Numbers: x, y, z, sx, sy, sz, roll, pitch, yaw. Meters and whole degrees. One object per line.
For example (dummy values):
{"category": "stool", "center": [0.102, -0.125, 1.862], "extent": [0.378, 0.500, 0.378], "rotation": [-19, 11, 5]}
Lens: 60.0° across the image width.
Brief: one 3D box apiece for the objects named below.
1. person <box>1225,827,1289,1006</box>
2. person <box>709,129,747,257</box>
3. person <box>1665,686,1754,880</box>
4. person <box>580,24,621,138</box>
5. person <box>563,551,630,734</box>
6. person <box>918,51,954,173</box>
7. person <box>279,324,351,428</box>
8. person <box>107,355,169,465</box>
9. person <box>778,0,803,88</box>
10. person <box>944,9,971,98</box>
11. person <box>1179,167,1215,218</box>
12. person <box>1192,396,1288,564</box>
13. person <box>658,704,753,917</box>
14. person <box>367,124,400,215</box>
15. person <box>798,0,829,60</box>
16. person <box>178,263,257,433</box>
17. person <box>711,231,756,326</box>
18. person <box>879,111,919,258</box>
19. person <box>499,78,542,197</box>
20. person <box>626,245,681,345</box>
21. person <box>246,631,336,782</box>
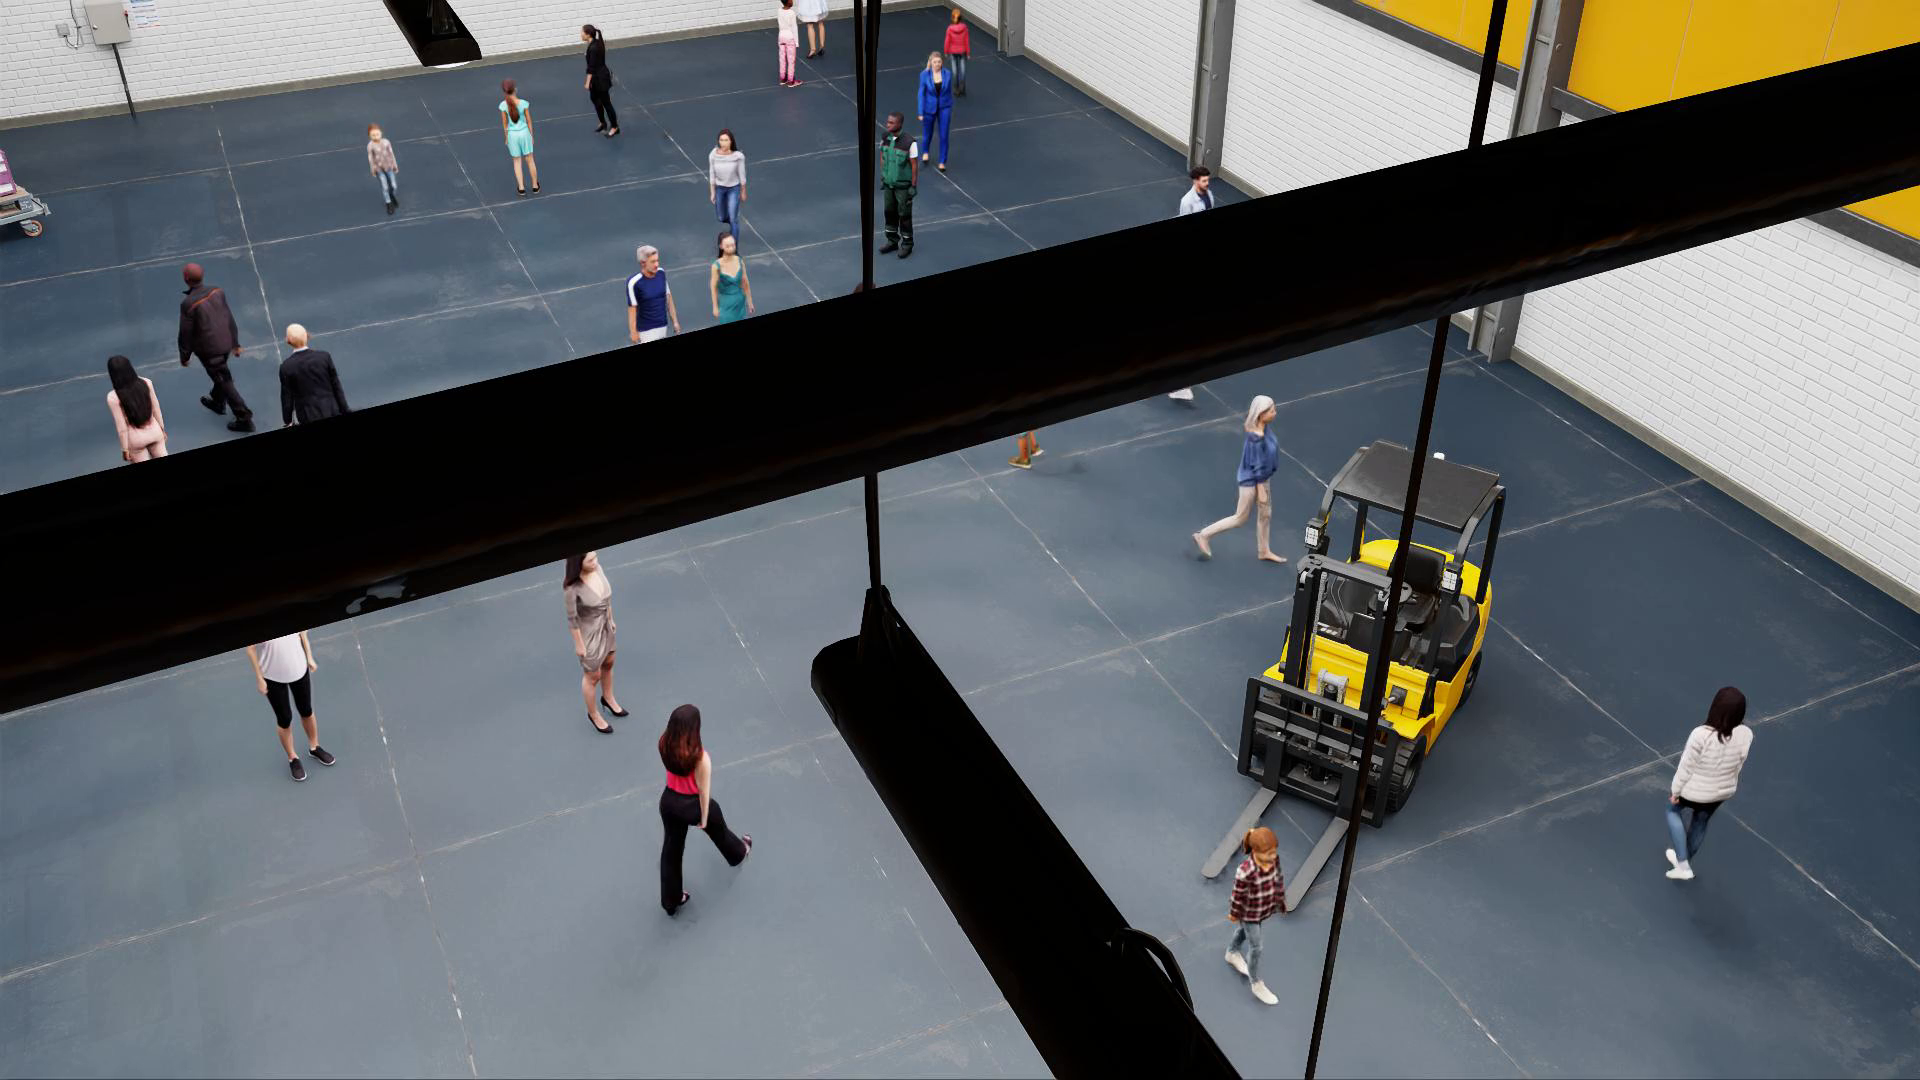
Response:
{"category": "person", "center": [1.857, 2.328, 10.776], "extent": [0.647, 1.288, 0.805], "rotation": [-26, 42, -34]}
{"category": "person", "center": [-2.841, -4.302, 20.454], "extent": [0.859, 1.615, 0.963], "rotation": [5, 34, 7]}
{"category": "person", "center": [5.123, 1.724, 11.376], "extent": [0.744, 1.630, 0.799], "rotation": [-1, 34, -2]}
{"category": "person", "center": [-5.062, -6.564, 23.836], "extent": [0.760, 1.639, 0.690], "rotation": [-1, 34, -2]}
{"category": "person", "center": [-2.819, 0.721, 12.781], "extent": [0.701, 1.745, 0.655], "rotation": [14, 36, 20]}
{"category": "person", "center": [-0.353, -5.883, 22.799], "extent": [0.809, 1.652, 0.973], "rotation": [-7, 34, -10]}
{"category": "person", "center": [-5.978, -1.153, 15.564], "extent": [0.836, 1.785, 0.906], "rotation": [-25, 41, -32]}
{"category": "person", "center": [-7.488, -0.915, 15.265], "extent": [0.718, 1.719, 0.696], "rotation": [17, 37, 24]}
{"category": "person", "center": [-2.686, -7.811, 25.885], "extent": [0.557, 1.447, 0.661], "rotation": [24, 40, 31]}
{"category": "person", "center": [-0.026, -7.440, 25.455], "extent": [0.640, 1.306, 0.725], "rotation": [-4, 34, -5]}
{"category": "person", "center": [2.590, -3.397, 18.955], "extent": [1.285, 1.768, 0.972], "rotation": [28, 43, 35]}
{"category": "person", "center": [2.515, -0.504, 14.687], "extent": [1.119, 1.674, 1.066], "rotation": [10, 35, 15]}
{"category": "person", "center": [-1.874, 1.851, 11.193], "extent": [1.058, 1.619, 1.068], "rotation": [14, 36, 20]}
{"category": "person", "center": [-7.518, -4.866, 21.690], "extent": [0.493, 1.186, 0.556], "rotation": [-15, 37, -22]}
{"category": "person", "center": [-2.396, -8.721, 26.924], "extent": [0.789, 1.813, 0.819], "rotation": [-27, 42, -34]}
{"category": "person", "center": [-7.403, -1.895, 16.665], "extent": [1.170, 1.801, 1.096], "rotation": [12, 36, 18]}
{"category": "person", "center": [-2.470, -2.500, 17.689], "extent": [0.626, 1.676, 0.636], "rotation": [-24, 40, -31]}
{"category": "person", "center": [-0.749, -4.376, 20.363], "extent": [0.728, 1.839, 0.844], "rotation": [22, 39, 29]}
{"category": "person", "center": [-5.861, -5.363, 22.102], "extent": [0.585, 1.558, 0.583], "rotation": [-8, 34, -12]}
{"category": "person", "center": [-3.244, -2.220, 17.148], "extent": [1.101, 1.807, 0.947], "rotation": [19, 38, 26]}
{"category": "person", "center": [-5.023, 0.977, 12.355], "extent": [0.646, 1.788, 0.670], "rotation": [28, 43, 35]}
